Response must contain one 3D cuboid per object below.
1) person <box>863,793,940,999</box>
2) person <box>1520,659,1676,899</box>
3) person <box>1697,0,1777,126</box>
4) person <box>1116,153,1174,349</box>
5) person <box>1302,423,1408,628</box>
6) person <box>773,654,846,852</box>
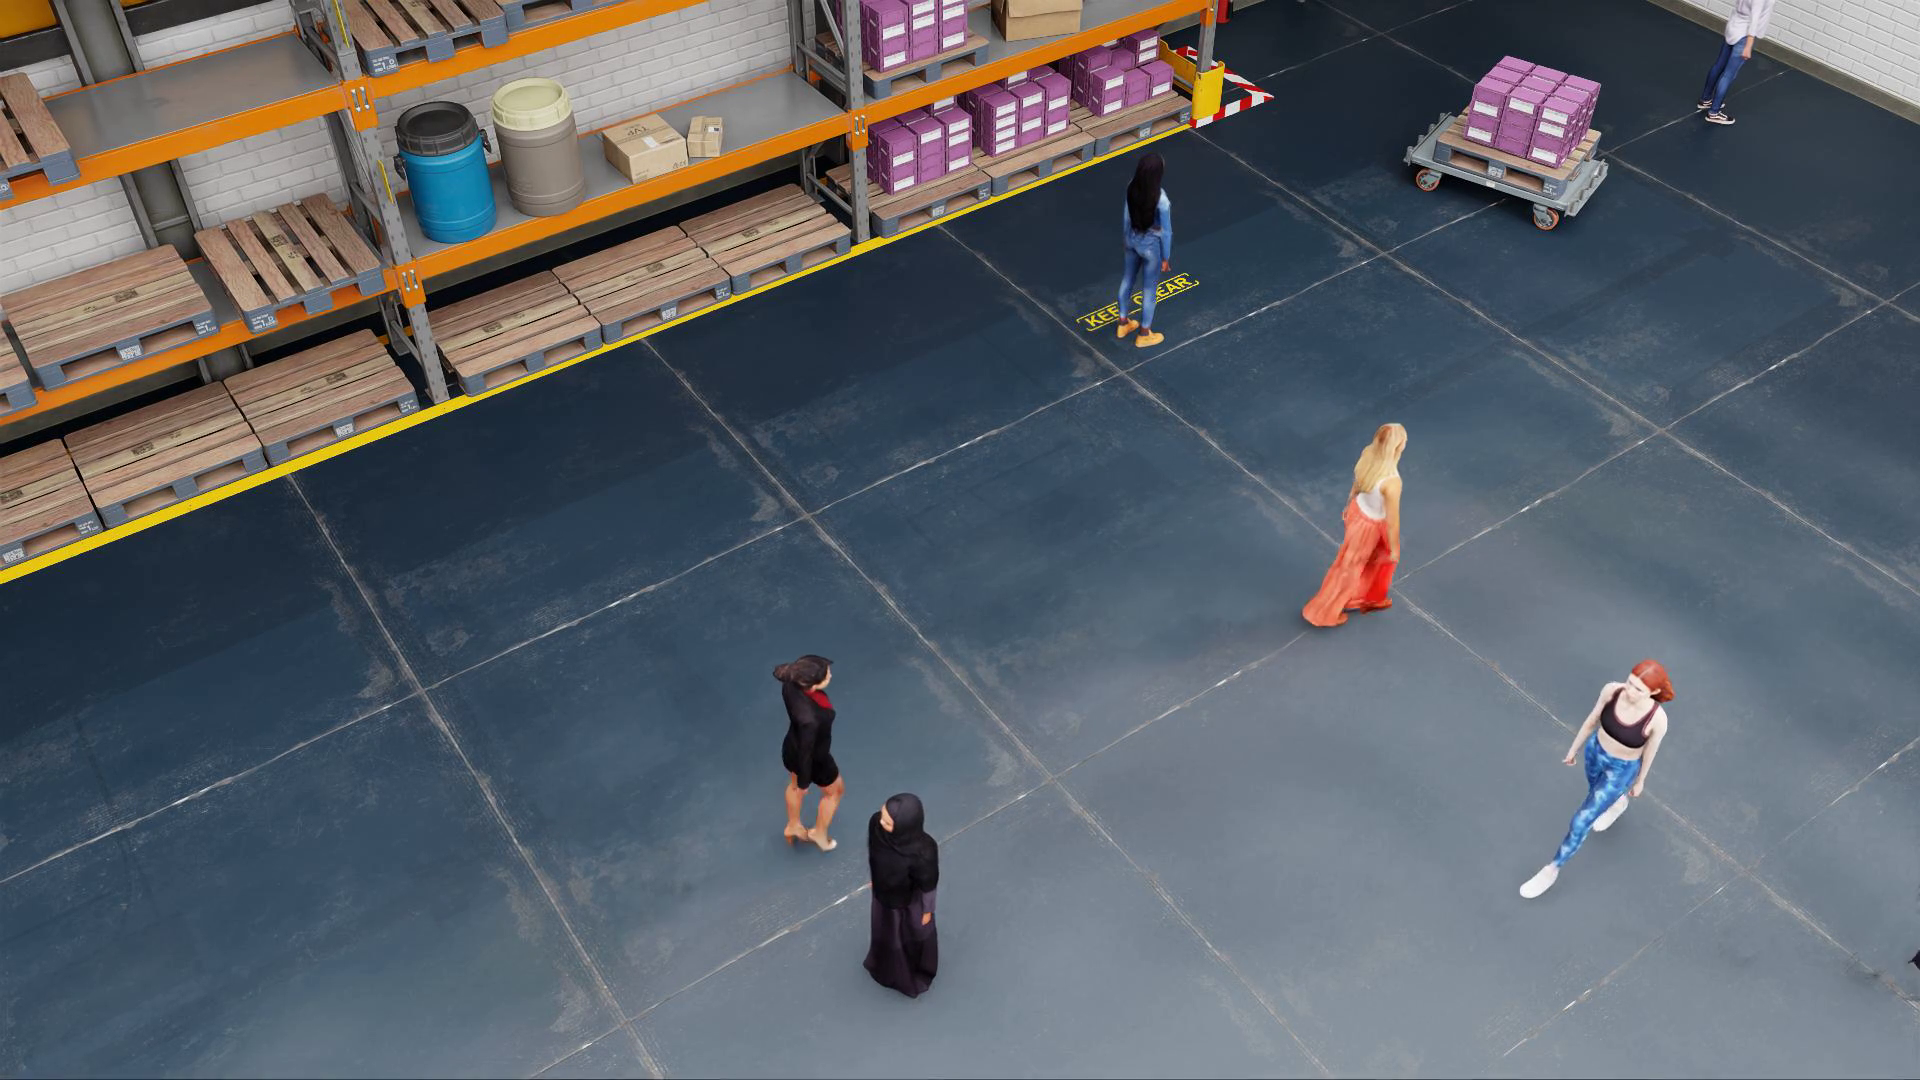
[{"bbox_3d":[-0.305,1.879,8.998,0.667,1.615,0.664,31,51,28],"label":"person"},{"bbox_3d":[3.764,1.276,9.538,1.209,1.742,0.594,-26,50,-25],"label":"person"},{"bbox_3d":[7.516,-4.896,16.041,0.776,1.709,0.733,3,44,4],"label":"person"},{"bbox_3d":[1.474,-2.335,13.351,0.569,1.711,0.638,-33,53,-30],"label":"person"},{"bbox_3d":[2.561,-0.049,10.900,1.042,1.782,0.902,-6,44,-6],"label":"person"},{"bbox_3d":[-0.969,1.281,9.621,0.649,1.621,0.608,-18,47,-18],"label":"person"}]
